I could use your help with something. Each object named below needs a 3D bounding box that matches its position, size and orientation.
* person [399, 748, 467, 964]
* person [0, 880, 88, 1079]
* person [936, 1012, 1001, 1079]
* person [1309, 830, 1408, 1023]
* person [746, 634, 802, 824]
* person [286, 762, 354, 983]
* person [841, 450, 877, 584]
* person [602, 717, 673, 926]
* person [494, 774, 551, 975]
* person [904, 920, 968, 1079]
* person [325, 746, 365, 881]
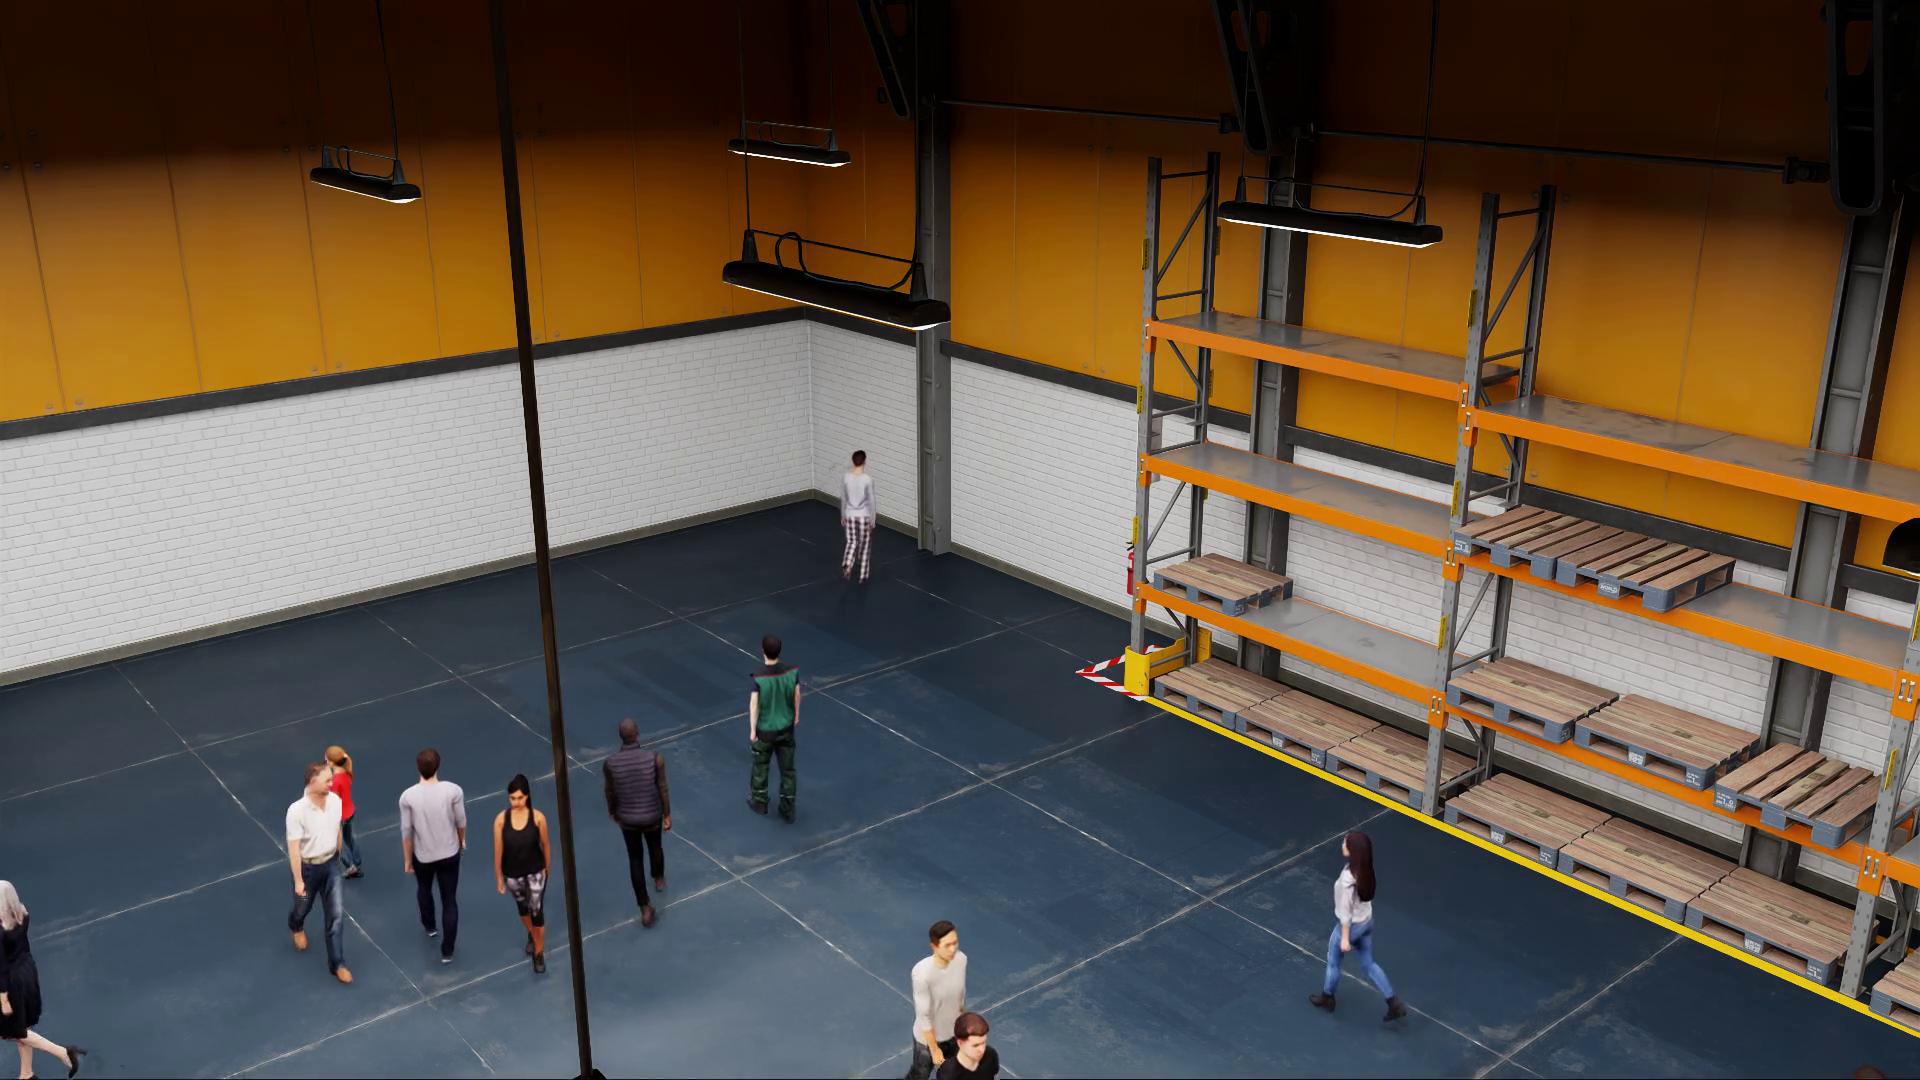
[{"bbox_3d":[-4.290,2.618,13.643,0.901,1.820,1.059,-5,19,-14],"label":"person"},{"bbox_3d":[-6.702,3.236,11.948,0.932,1.730,0.914,-2,19,-5],"label":"person"},{"bbox_3d":[-0.007,3.698,10.389,0.807,1.850,0.713,17,25,41],"label":"person"},{"bbox_3d":[3.121,3.012,12.804,1.063,1.607,0.738,15,24,38],"label":"person"},{"bbox_3d":[-1.738,1.824,15.891,0.783,1.889,0.882,-11,22,-29],"label":"person"},{"bbox_3d":[-5.301,2.654,13.563,0.752,1.801,1.248,-16,24,-39],"label":"person"},{"bbox_3d":[-1.387,-0.272,22.197,0.855,1.837,0.904,5,19,15],"label":"person"},{"bbox_3d":[-2.756,2.434,14.217,1.054,1.801,1.181,-1,19,-4],"label":"person"},{"bbox_3d":[-3.592,2.678,13.736,0.843,1.646,0.969,-2,19,-6],"label":"person"},{"bbox_3d":[-0.220,3.381,11.471,0.670,1.759,1.162,-14,23,-36],"label":"person"},{"bbox_3d":[-5.473,2.468,14.910,0.663,1.295,0.605,2,19,6],"label":"person"}]
